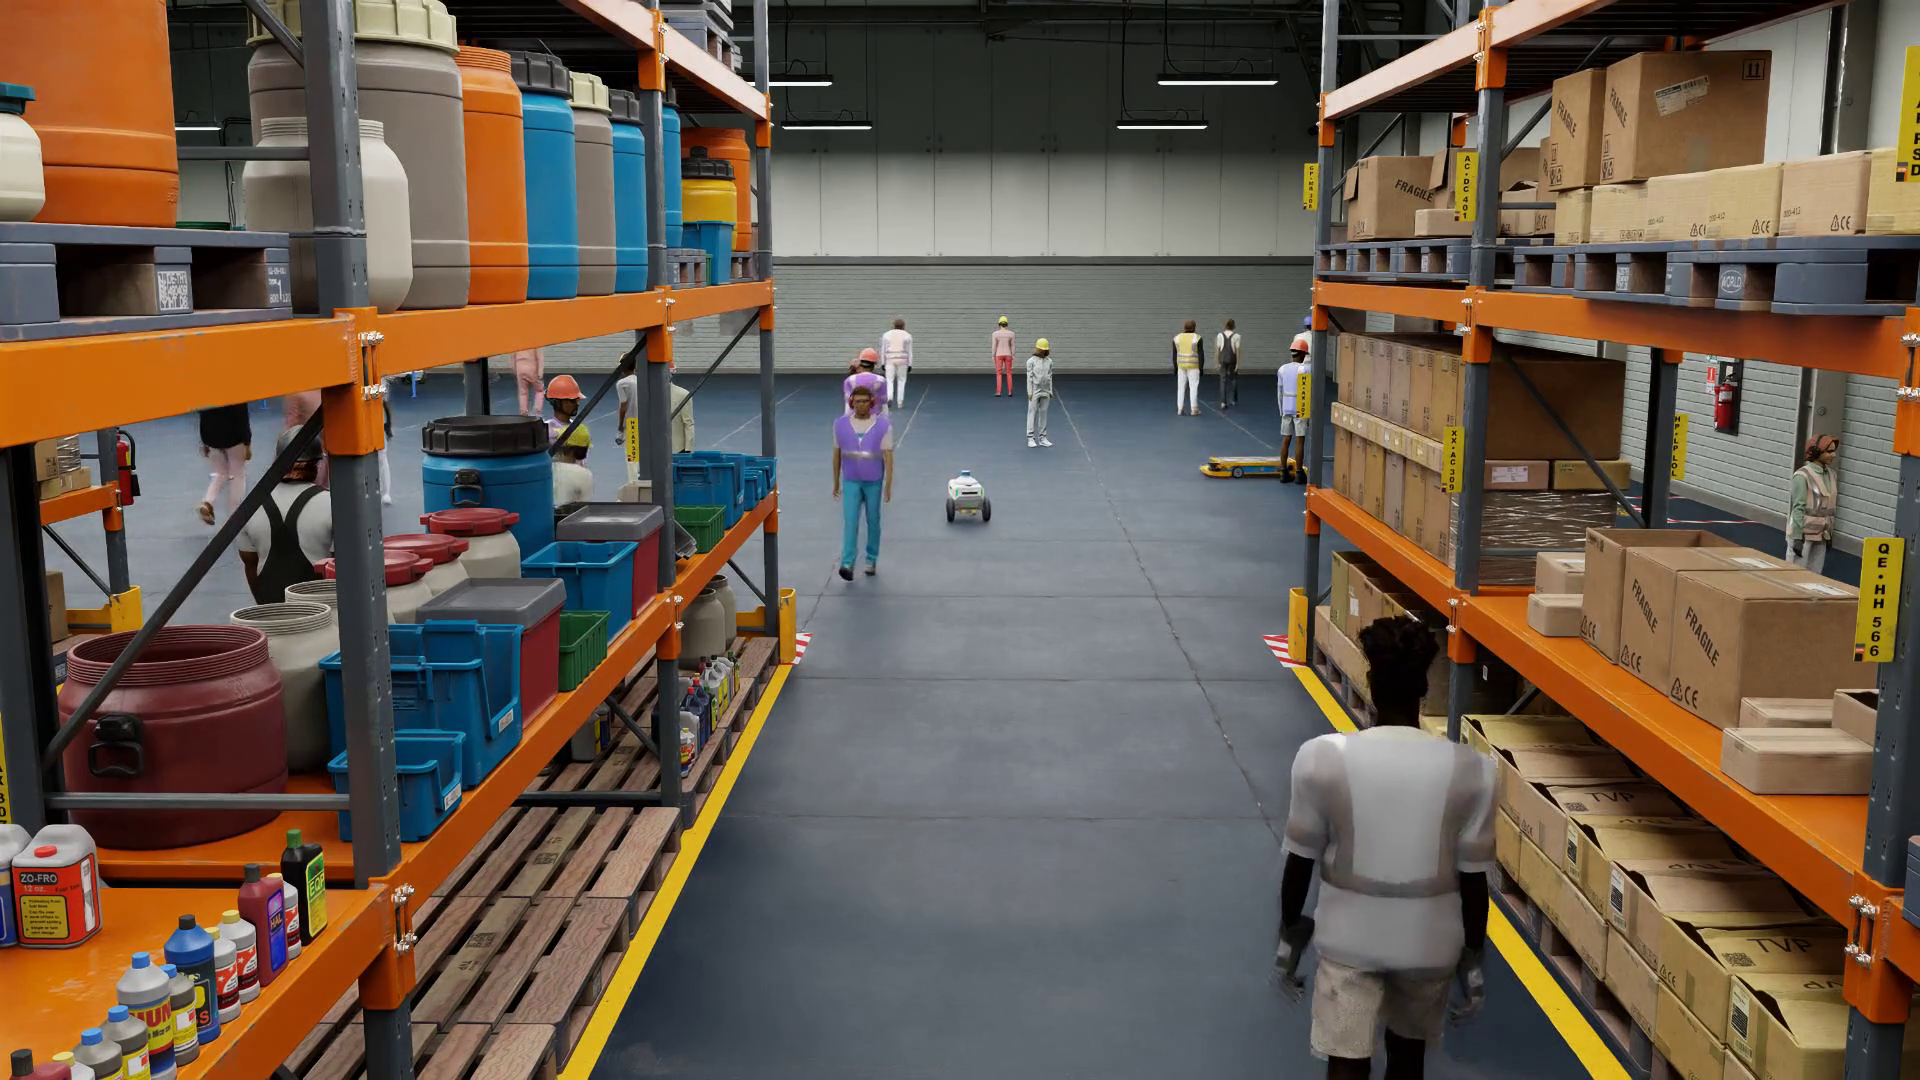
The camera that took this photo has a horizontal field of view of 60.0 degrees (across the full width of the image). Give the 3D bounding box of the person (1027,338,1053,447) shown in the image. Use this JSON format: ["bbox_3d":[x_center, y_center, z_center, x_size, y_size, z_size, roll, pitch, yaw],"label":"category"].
[{"bbox_3d":[1.300,-2.373,26.773,0.484,1.736,0.305,-6,11,-32],"label":"person"}]

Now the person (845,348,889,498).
[{"bbox_3d":[-1.191,-1.487,21.090,0.554,1.878,1.055,1,10,5],"label":"person"}]

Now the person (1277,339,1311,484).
[{"bbox_3d":[4.519,-1.728,22.327,0.372,1.929,0.543,-8,12,-40],"label":"person"}]

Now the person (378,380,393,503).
[{"bbox_3d":[-7.322,-1.380,20.583,0.590,1.806,0.977,-7,12,-36],"label":"person"}]

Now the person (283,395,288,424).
[{"bbox_3d":[-9.103,-1.763,23.078,0.542,1.741,0.610,4,10,23],"label":"person"}]

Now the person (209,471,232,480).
[{"bbox_3d":[-10.080,-1.781,22.734,0.408,1.903,0.638,-9,13,-43],"label":"person"}]

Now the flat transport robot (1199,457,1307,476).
[{"bbox_3d":[4.119,-1.034,23.255,1.431,0.197,0.652,-1,9,-5],"label":"flat transport robot"}]

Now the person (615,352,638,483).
[{"bbox_3d":[-4.010,-1.356,20.309,0.334,1.862,0.521,6,11,33],"label":"person"}]

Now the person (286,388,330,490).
[{"bbox_3d":[-7.274,-1.142,18.996,0.640,1.876,0.636,7,12,36],"label":"person"}]

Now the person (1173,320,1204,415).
[{"bbox_3d":[4.450,-3.349,32.300,0.634,1.841,0.429,5,11,29],"label":"person"}]

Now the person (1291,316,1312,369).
[{"bbox_3d":[6.666,-3.326,31.910,0.652,1.919,0.768,1,9,4],"label":"person"}]

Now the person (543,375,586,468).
[{"bbox_3d":[-3.203,-0.324,13.581,0.374,2.043,0.613,1,10,6],"label":"person"}]

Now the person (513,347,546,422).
[{"bbox_3d":[-7.864,-3.058,30.430,0.665,1.887,0.563,2,10,14],"label":"person"}]

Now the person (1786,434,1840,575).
[{"bbox_3d":[6.628,-0.014,12.962,0.507,1.629,0.316,-6,11,-31],"label":"person"}]

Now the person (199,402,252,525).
[{"bbox_3d":[-8.133,-1.094,18.391,0.634,1.973,0.572,3,10,15],"label":"person"}]

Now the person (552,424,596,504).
[{"bbox_3d":[-3.065,-0.044,12.869,0.532,1.715,0.890,7,12,36],"label":"person"}]

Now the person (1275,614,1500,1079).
[{"bbox_3d":[1.247,1.188,4.869,0.612,1.938,0.907,1,10,9],"label":"person"}]

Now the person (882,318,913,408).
[{"bbox_3d":[-1.275,-3.590,33.840,0.646,1.816,0.576,0,9,2],"label":"person"}]

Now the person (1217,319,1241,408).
[{"bbox_3d":[5.515,-3.620,34.030,0.508,1.798,0.947,4,10,21],"label":"person"}]

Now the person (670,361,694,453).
[{"bbox_3d":[-3.110,-0.967,17.571,0.622,1.992,0.393,4,10,21],"label":"person"}]

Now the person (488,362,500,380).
[{"bbox_3d":[-8.523,-2.923,29.764,0.502,1.837,0.535,1,10,5],"label":"person"}]

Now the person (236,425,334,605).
[{"bbox_3d":[-3.719,0.372,9.545,0.681,2.000,0.538,1,10,6],"label":"person"}]

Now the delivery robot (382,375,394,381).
[{"bbox_3d":[-13.963,-4.010,39.956,0.707,0.478,0.477,3,10,16],"label":"delivery robot"}]

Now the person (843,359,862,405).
[{"bbox_3d":[-1.427,-1.667,22.840,0.307,1.638,0.512,4,10,24],"label":"person"}]

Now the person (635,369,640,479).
[{"bbox_3d":[-4.337,-1.661,22.821,0.313,1.634,0.528,9,13,43],"label":"person"}]

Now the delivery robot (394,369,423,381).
[{"bbox_3d":[-13.494,-4.131,40.679,0.707,0.478,0.477,4,10,24],"label":"delivery robot"}]

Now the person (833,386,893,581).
[{"bbox_3d":[-0.920,-0.524,15.480,0.586,1.794,0.970,1,10,4],"label":"person"}]

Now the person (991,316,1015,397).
[{"bbox_3d":[0.951,-4.056,36.764,0.533,1.767,0.327,-2,10,-11],"label":"person"}]

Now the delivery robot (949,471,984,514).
[{"bbox_3d":[0.070,-0.562,19.301,0.477,0.478,0.707,-1,10,-7],"label":"delivery robot"}]
